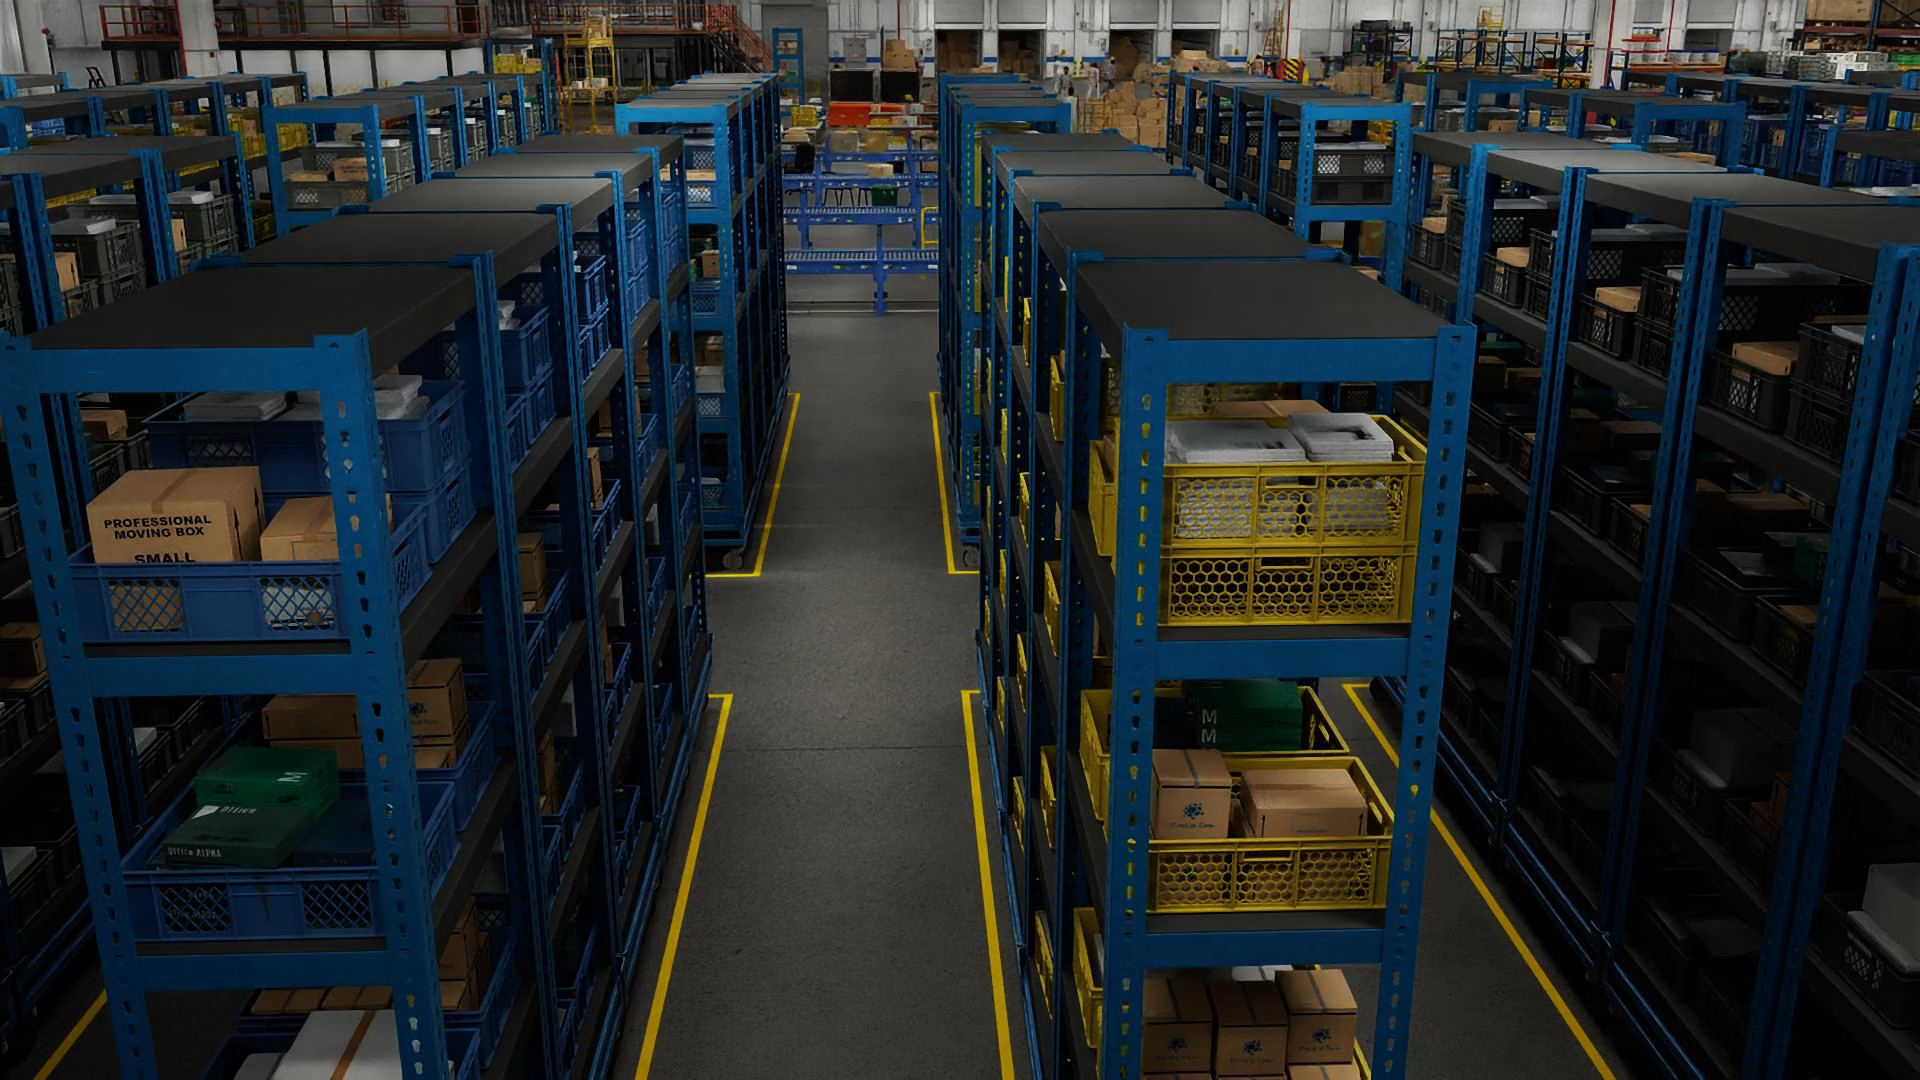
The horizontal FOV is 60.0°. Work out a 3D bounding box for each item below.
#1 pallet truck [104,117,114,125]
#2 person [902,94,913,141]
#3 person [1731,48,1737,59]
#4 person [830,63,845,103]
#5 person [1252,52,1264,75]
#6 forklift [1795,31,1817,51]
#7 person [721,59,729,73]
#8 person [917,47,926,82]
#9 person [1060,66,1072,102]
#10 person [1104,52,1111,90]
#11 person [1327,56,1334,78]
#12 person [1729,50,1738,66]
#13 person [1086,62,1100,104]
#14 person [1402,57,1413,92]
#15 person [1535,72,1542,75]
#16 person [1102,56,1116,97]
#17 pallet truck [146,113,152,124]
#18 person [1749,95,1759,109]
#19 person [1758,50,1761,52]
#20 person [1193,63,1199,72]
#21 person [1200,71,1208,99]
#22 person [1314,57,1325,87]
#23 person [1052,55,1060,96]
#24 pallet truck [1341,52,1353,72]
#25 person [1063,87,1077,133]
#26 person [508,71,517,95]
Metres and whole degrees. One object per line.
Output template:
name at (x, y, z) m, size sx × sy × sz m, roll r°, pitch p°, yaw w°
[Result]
pallet truck at (-18.367, -7.885, 35.078) m, size 1.885 × 1.965 × 0.823 m, roll 1°, pitch 18°, yaw 2°
person at (-1.624, -12.295, 49.129) m, size 0.552 × 1.737 × 0.548 m, roll 4°, pitch 18°, yaw 11°
person at (42.401, -26.005, 91.287) m, size 0.573 × 1.908 × 0.585 m, roll 5°, pitch 19°, yaw 16°
person at (-5.254, -19.564, 71.503) m, size 0.656 × 1.820 × 0.616 m, roll -8°, pitch 20°, yaw -23°
person at (14.904, -23.386, 83.163) m, size 0.586 × 1.924 × 0.370 m, roll 7°, pitch 19°, yaw 20°
forklift at (45.898, -26.250, 90.495) m, size 1.129 × 2.768 × 1.873 m, roll -1°, pitch 18°, yaw -2°
person at (-12.359, -24.815, 87.507) m, size 0.424 × 1.979 × 0.620 m, roll -16°, pitch 24°, yaw -40°
person at (-2.139, -26.462, 92.687) m, size 0.420 × 1.920 × 0.555 m, roll 11°, pitch 21°, yaw 31°
person at (4.289, -18.295, 67.526) m, size 0.550 × 1.851 × 0.431 m, roll 11°, pitch 21°, yaw 30°
person at (7.468, -23.471, 83.429) m, size 0.509 × 1.921 × 0.665 m, roll -13°, pitch 22°, yaw -35°
person at (18.667, -23.488, 83.801) m, size 0.556 × 1.716 × 0.520 m, roll 7°, pitch 19°, yaw 20°
person at (42.057, -25.784, 90.685) m, size 0.509 × 1.865 × 0.614 m, roll 9°, pitch 20°, yaw 25°
person at (5.891, -20.189, 73.480) m, size 0.951 × 1.803 × 0.629 m, roll -17°, pitch 24°, yaw -42°
person at (22.002, -22.781, 81.587) m, size 0.548 × 1.724 × 0.852 m, roll -4°, pitch 18°, yaw -11°
person at (20.797, -16.017, 60.380) m, size 0.653 × 1.921 × 0.554 m, roll -6°, pitch 19°, yaw -18°
person at (7.067, -21.747, 78.115) m, size 0.712 × 1.911 × 0.594 m, roll 4°, pitch 18°, yaw 12°
pallet truck at (-18.087, -8.309, 36.390) m, size 1.885 × 1.965 × 0.823 m, roll -1°, pitch 18°, yaw -4°
person at (29.517, -16.556, 61.988) m, size 0.609 × 1.944 × 0.624 m, roll -8°, pitch 20°, yaw -24°
person at (41.639, -24.572, 86.838) m, size 0.650 × 1.919 × 0.446 m, roll 9°, pitch 20°, yaw 26°
person at (9.275, -17.786, 65.669) m, size 0.602 × 2.035 × 0.412 m, roll 6°, pitch 19°, yaw 17°
person at (8.437, -15.199, 57.642) m, size 0.688 × 2.000 × 0.536 m, roll -1°, pitch 18°, yaw -4°
person at (18.546, -23.881, 85.126) m, size 0.884 × 1.642 × 0.548 m, roll 2°, pitch 18°, yaw 7°
person at (4.586, -22.277, 79.745) m, size 0.425 × 1.927 × 0.629 m, roll 1°, pitch 18°, yaw 4°
pallet truck at (18.794, -23.123, 82.231) m, size 0.823 × 1.965 × 1.885 m, roll -13°, pitch 22°, yaw -35°
person at (3.365, -12.942, 51.012) m, size 0.541 × 1.817 × 0.978 m, roll -2°, pitch 18°, yaw -7°
person at (-16.824, -16.773, 62.806) m, size 0.742 × 1.866 × 0.582 m, roll 4°, pitch 18°, yaw 12°
